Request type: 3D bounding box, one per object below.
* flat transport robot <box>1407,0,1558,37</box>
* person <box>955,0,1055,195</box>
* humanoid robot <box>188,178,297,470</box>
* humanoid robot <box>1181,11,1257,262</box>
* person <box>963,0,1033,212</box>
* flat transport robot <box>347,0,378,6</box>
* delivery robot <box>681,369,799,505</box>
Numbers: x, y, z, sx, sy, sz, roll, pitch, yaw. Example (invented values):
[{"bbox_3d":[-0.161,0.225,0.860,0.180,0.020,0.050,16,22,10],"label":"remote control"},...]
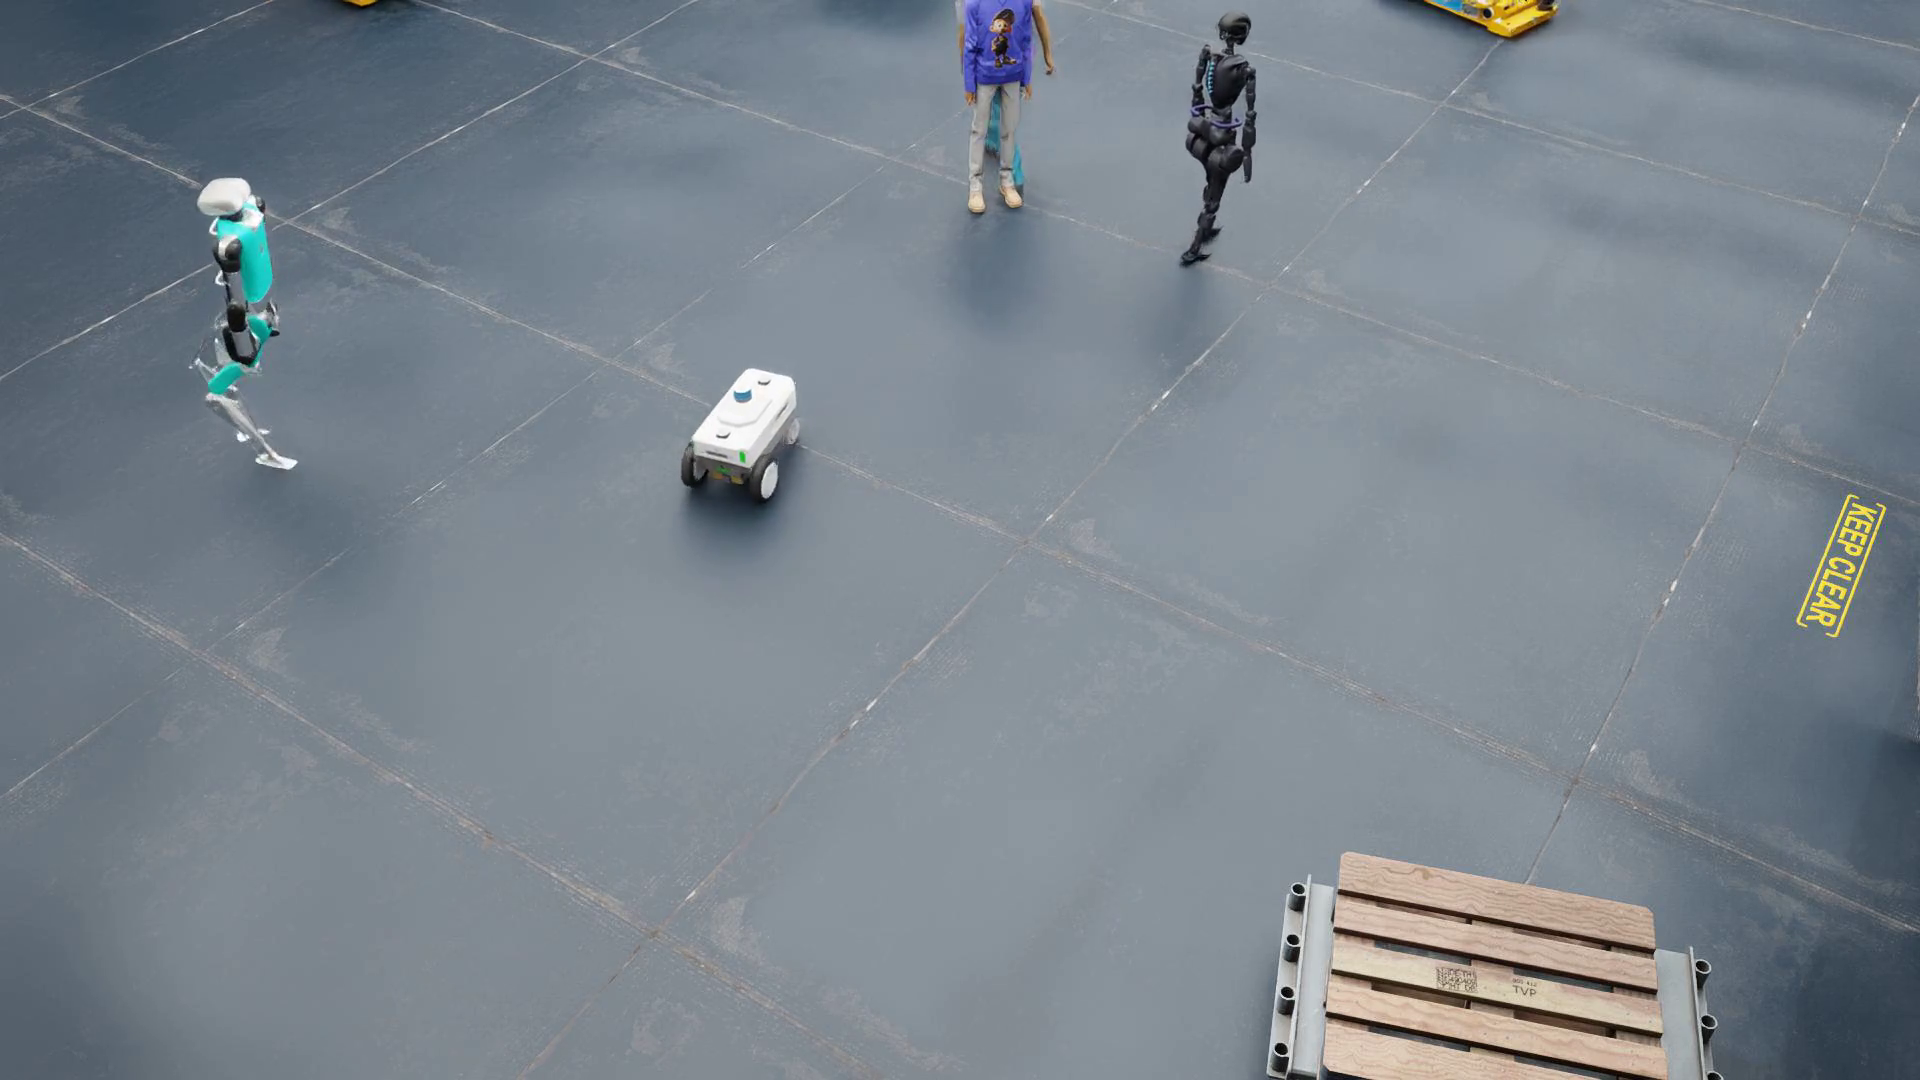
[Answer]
[{"bbox_3d":[4.222,-4.614,13.943,0.659,0.231,1.431,-30,50,-29],"label":"flat transport robot"},{"bbox_3d":[0.262,-3.314,11.351,0.651,1.781,0.912,-15,44,-17],"label":"person"},{"bbox_3d":[-3.969,-1.109,8.936,0.815,1.802,0.540,-1,42,-1],"label":"humanoid robot"},{"bbox_3d":[1.673,-2.578,10.612,0.570,1.643,0.589,-26,48,-26],"label":"humanoid robot"},{"bbox_3d":[0.257,-3.051,10.992,0.468,1.871,0.358,-10,43,-11],"label":"person"},{"bbox_3d":[-4.822,-5.015,14.391,0.659,0.231,1.431,27,48,27],"label":"flat transport robot"},{"bbox_3d":[-1.198,-0.588,9.235,0.499,0.611,0.792,14,44,15],"label":"delivery robot"}]
